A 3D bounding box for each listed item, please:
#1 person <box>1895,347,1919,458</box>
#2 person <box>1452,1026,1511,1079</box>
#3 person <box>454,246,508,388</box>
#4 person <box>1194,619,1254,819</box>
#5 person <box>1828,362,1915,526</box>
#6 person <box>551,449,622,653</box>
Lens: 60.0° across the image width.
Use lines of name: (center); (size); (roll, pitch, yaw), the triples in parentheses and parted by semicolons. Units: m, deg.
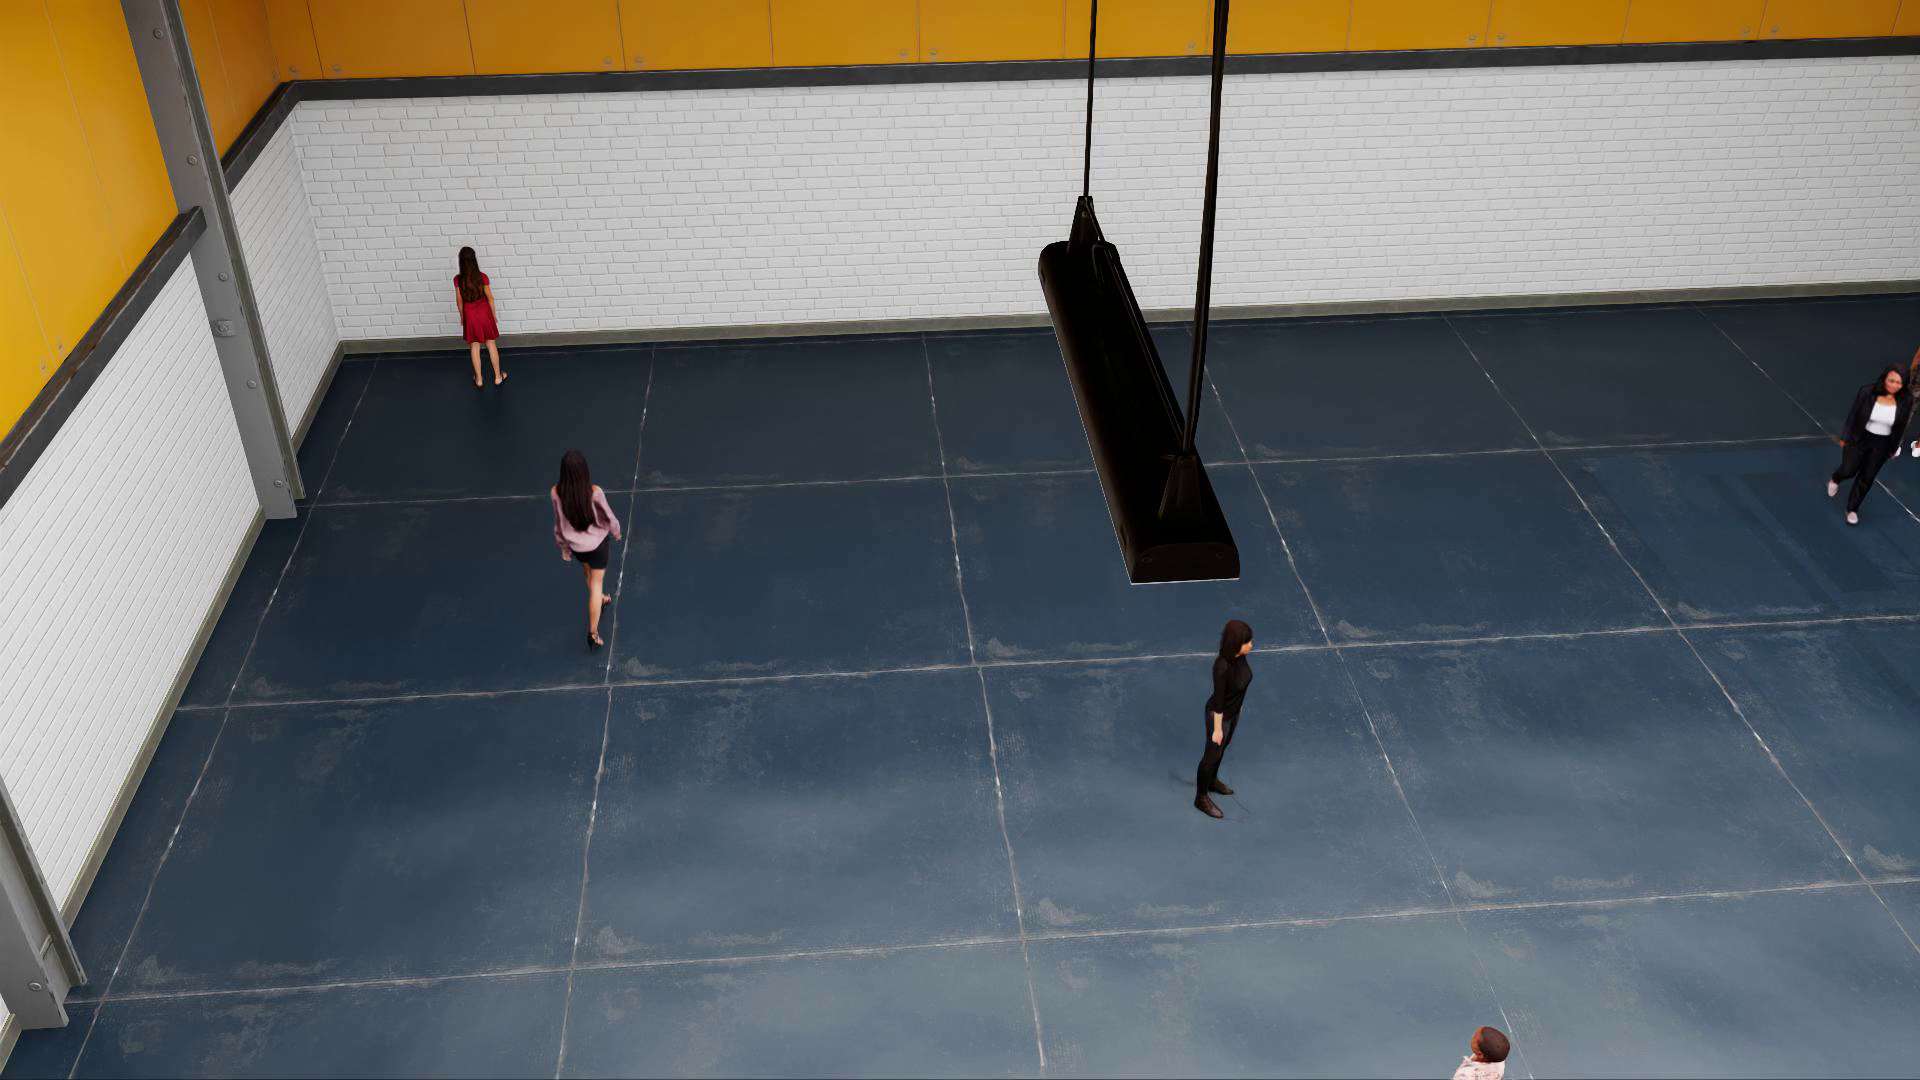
person: (9.398, -1.591, 16.107); (0.627, 1.700, 0.597); (5, 34, 7)
person: (2.859, 3.216, 9.235); (0.694, 1.301, 0.838); (-18, 38, -25)
person: (-5.040, -2.339, 17.368); (0.561, 1.551, 0.621); (-6, 34, -9)
person: (1.877, 1.237, 11.906); (0.725, 1.640, 0.621); (16, 37, 23)
person: (8.316, -0.937, 15.211); (0.789, 1.602, 0.900); (8, 35, 12)
person: (-3.011, 0.119, 13.463); (0.773, 1.778, 1.027); (4, 34, 6)
